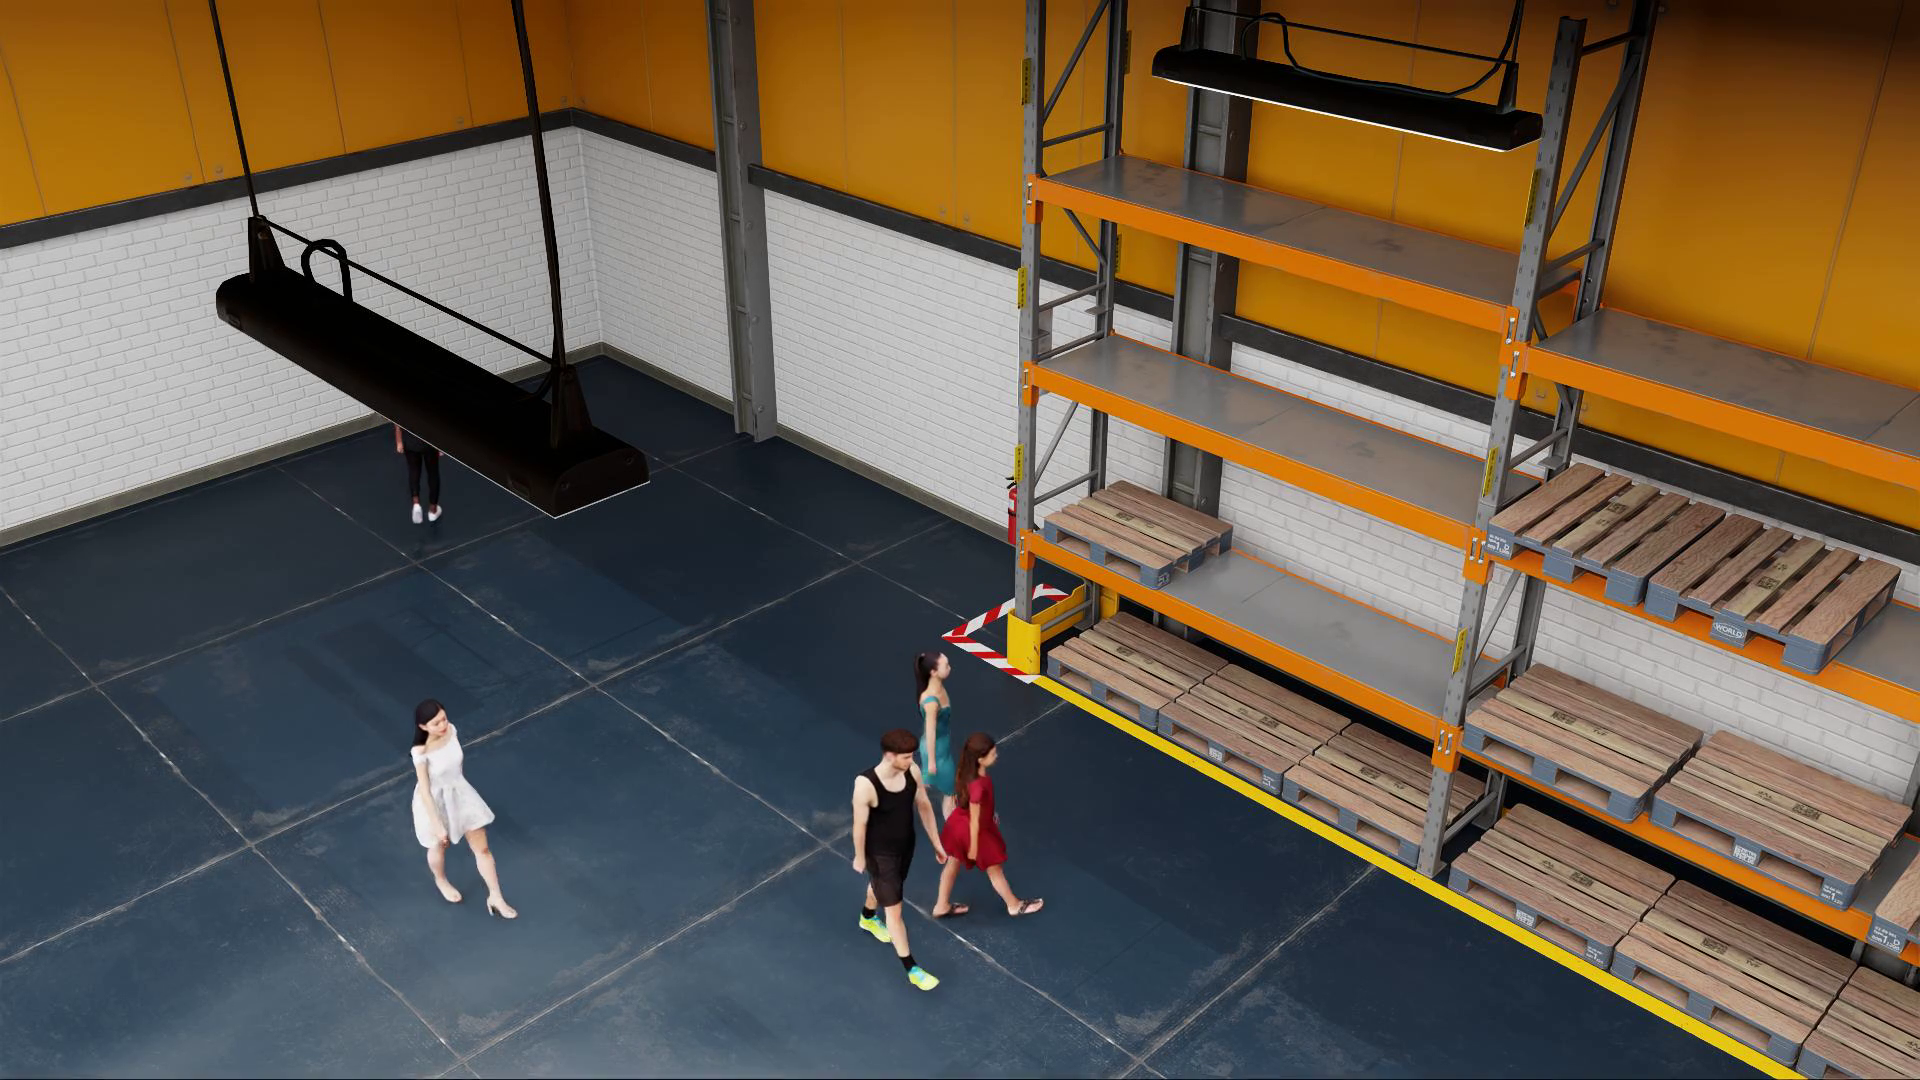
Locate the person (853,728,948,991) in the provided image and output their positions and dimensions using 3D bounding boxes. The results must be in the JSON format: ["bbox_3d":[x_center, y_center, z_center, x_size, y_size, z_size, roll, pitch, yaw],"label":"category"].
[{"bbox_3d":[-0.509,1.967,10.872,1.110,1.837,0.659,26,38,38],"label":"person"}]

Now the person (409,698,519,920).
[{"bbox_3d":[-3.554,1.798,11.272,1.017,1.749,0.778,15,32,25],"label":"person"}]

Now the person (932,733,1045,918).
[{"bbox_3d":[0.010,1.962,11.216,0.971,1.515,0.993,-5,29,-9],"label":"person"}]
